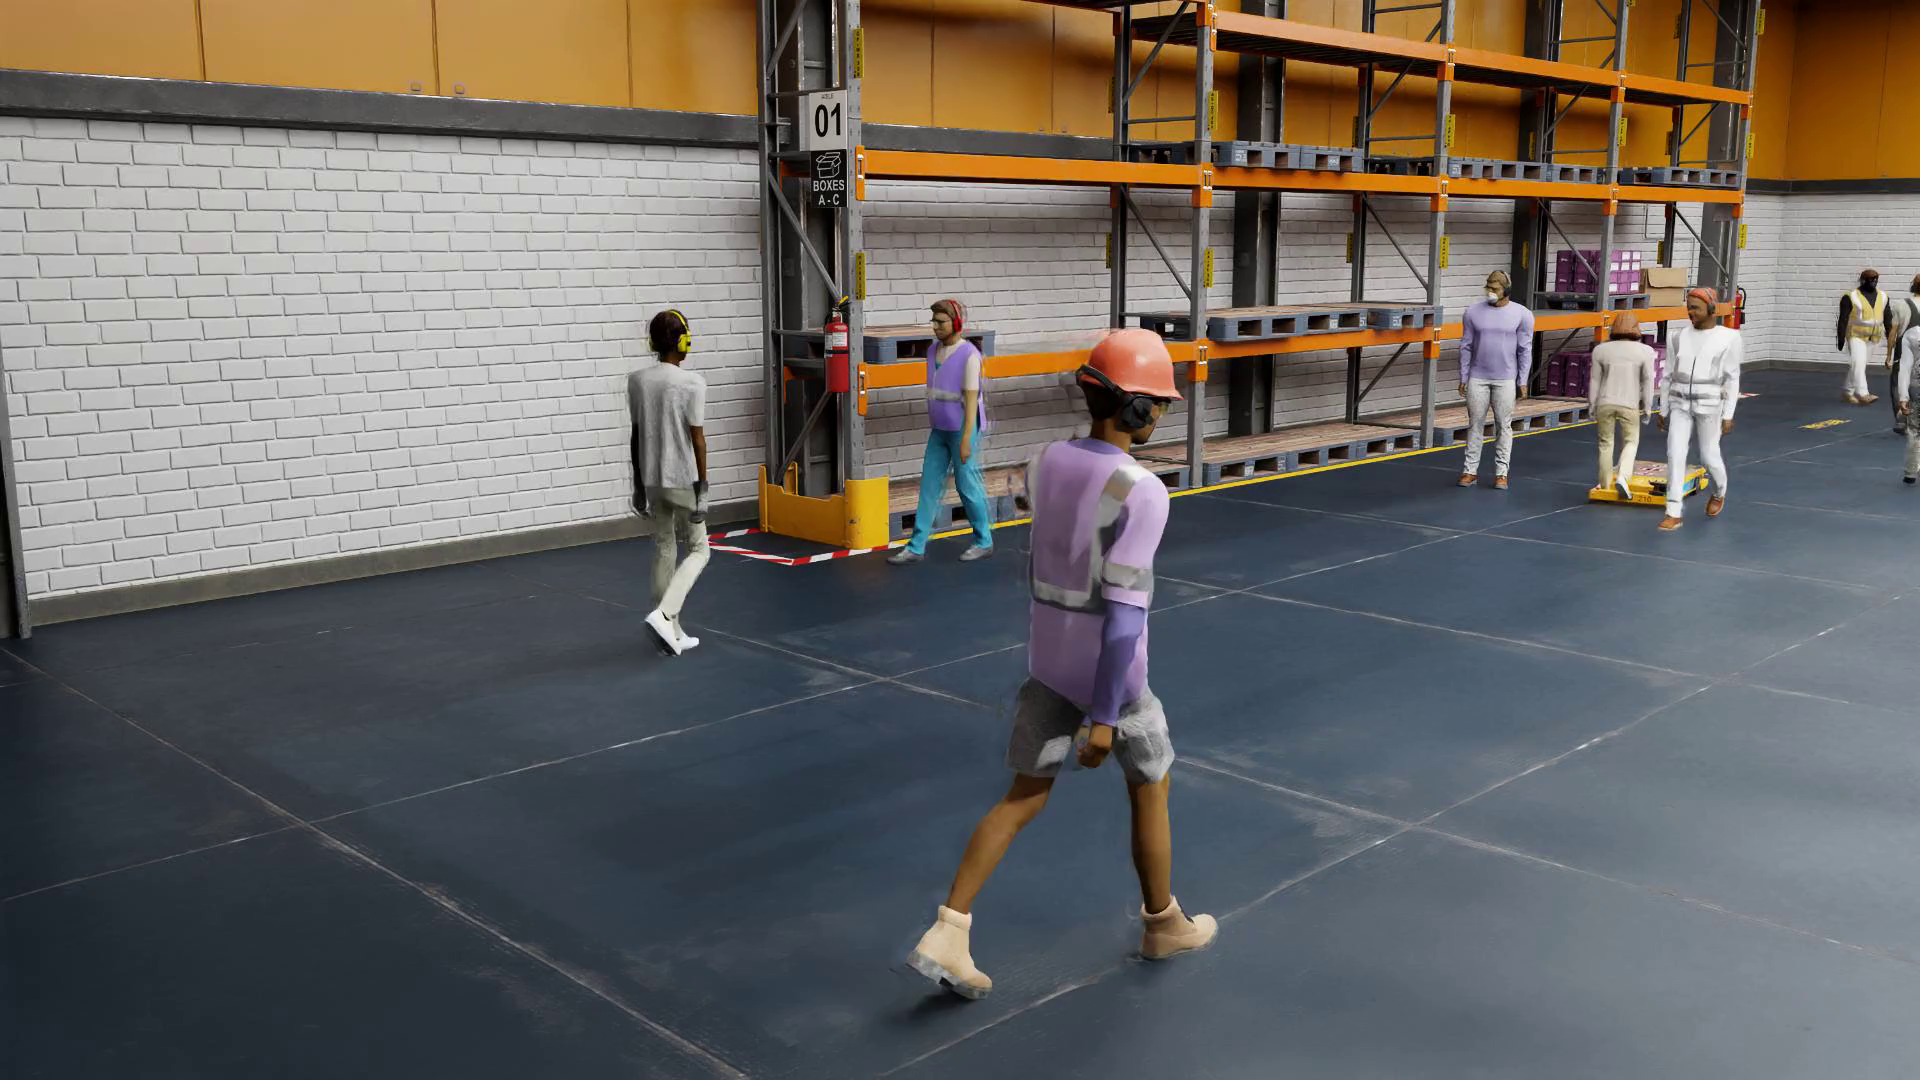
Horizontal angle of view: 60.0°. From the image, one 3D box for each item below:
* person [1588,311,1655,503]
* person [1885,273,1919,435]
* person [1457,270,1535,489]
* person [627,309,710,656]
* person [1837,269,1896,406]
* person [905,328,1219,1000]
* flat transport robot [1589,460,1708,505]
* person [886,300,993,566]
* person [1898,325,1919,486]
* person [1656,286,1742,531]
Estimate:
[{"bbox_3d":[5.493,-1.096,13.869,0.515,1.616,0.443,5,12,27],"label":"person"},{"bbox_3d":[10.626,-2.059,18.541,0.523,1.834,0.615,4,11,23],"label":"person"},{"bbox_3d":[4.735,-1.418,14.766,0.627,1.936,0.373,6,12,29],"label":"person"},{"bbox_3d":[-1.561,-0.280,8.777,0.514,1.859,0.505,5,11,24],"label":"person"},{"bbox_3d":[11.998,-2.670,22.001,0.638,1.787,0.980,-1,10,-5],"label":"person"},{"bbox_3d":[0.327,0.375,4.880,1.068,1.993,0.609,-8,13,-38],"label":"person"},{"bbox_3d":[5.951,-0.505,14.323,0.652,0.197,1.431,7,13,35],"label":"flat transport robot"},{"bbox_3d":[-0.086,-0.719,11.316,0.807,1.809,0.589,-7,13,-35],"label":"person"},{"bbox_3d":[8.528,-1.300,14.534,0.597,1.792,0.927,5,12,26],"label":"person"},{"bbox_3d":[5.688,-1.013,12.788,0.593,1.861,0.812,10,14,42],"label":"person"}]
